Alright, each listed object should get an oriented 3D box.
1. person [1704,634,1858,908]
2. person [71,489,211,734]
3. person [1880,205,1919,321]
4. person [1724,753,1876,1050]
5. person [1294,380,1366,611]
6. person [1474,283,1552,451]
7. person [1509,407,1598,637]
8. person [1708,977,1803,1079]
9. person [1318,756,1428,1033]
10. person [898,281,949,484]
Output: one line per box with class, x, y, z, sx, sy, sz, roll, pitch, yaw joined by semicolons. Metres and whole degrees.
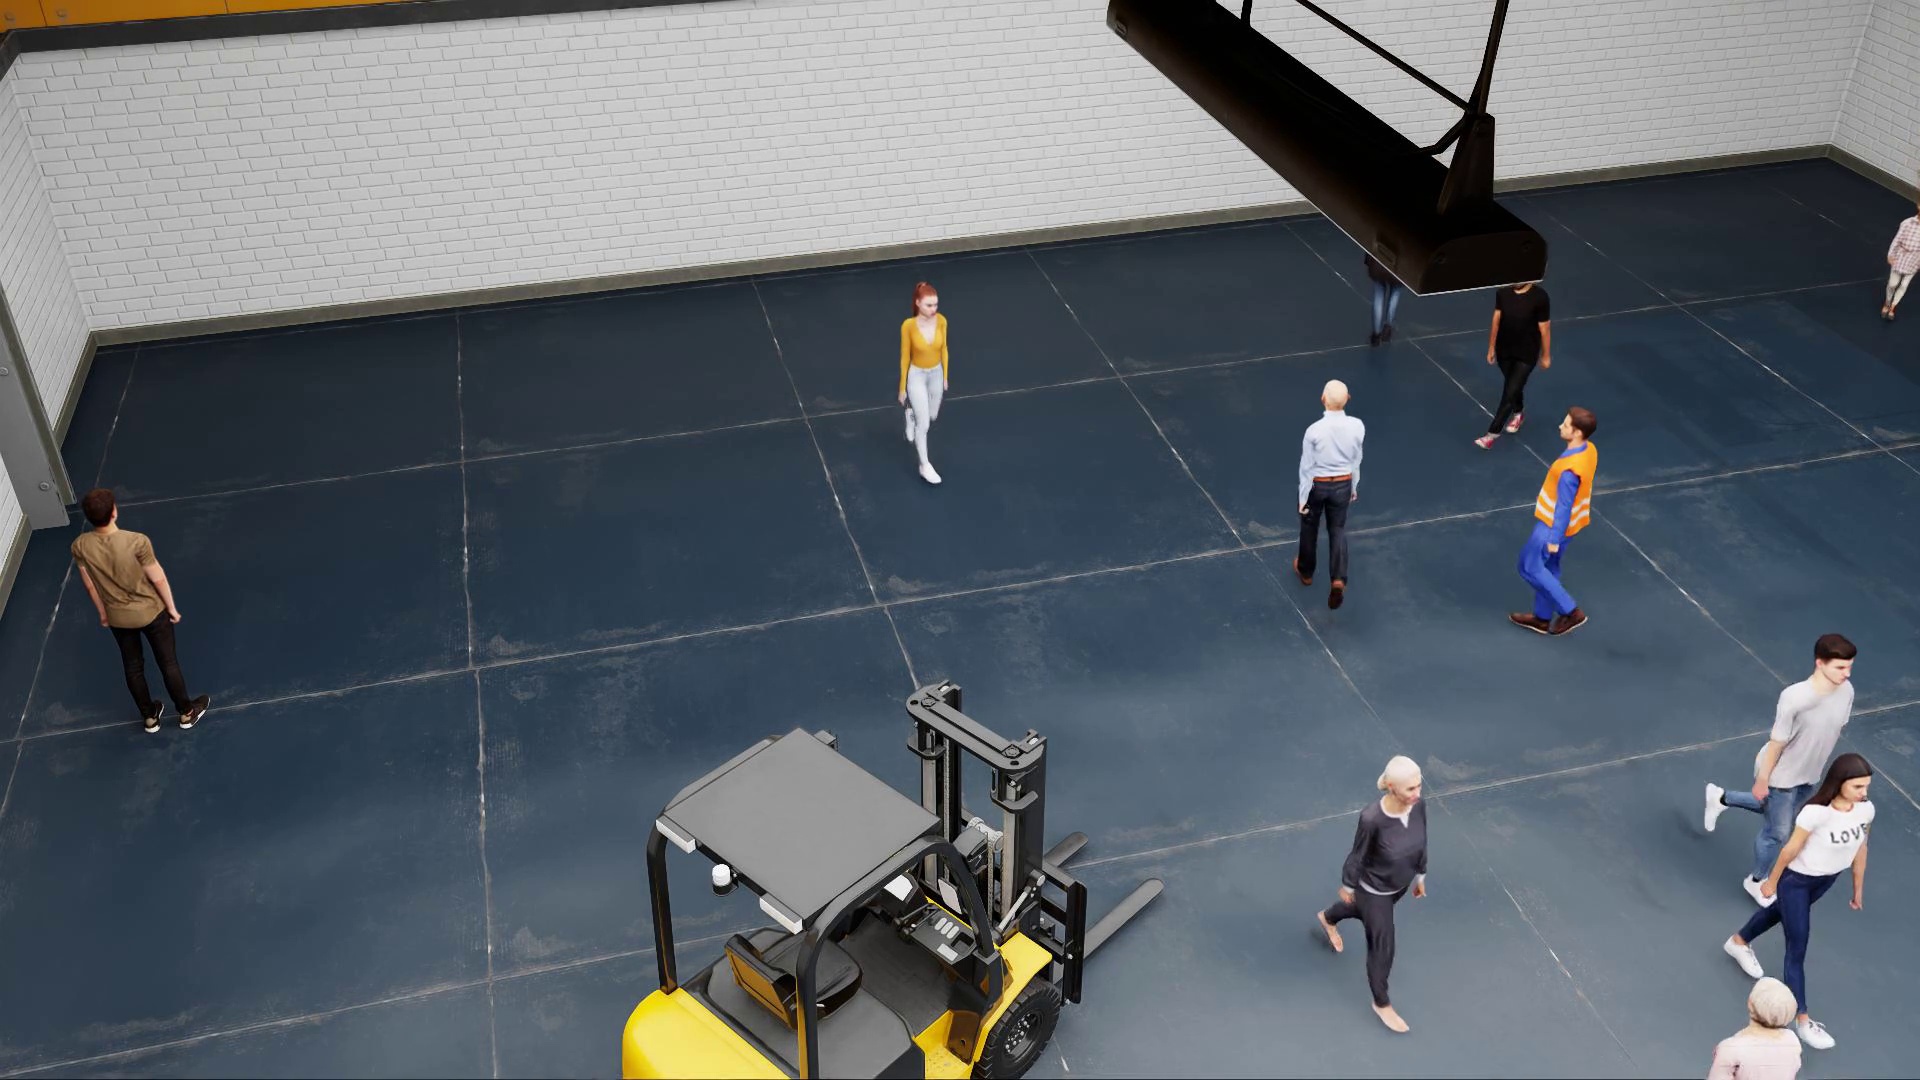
person;4.787;1.276;9.726;0.780;1.863;1.088;-13;36;-19
person;-5.436;0.468;10.952;0.696;1.852;0.614;-3;34;-5
person;9.343;-2.807;16.375;0.635;1.304;0.673;12;35;17
person;4.528;1.804;9.049;0.660;1.734;1.119;-11;35;-15
person;2.717;-0.309;12.194;0.760;1.771;1.094;-3;34;-5
person;4.815;-1.632;14.252;1.206;1.697;1.105;28;43;35
person;4.338;-0.087;11.788;0.958;1.851;0.898;18;38;25
person;3.618;2.770;7.677;0.711;1.643;1.091;-4;34;-6
person;2.258;1.798;9.087;0.824;1.702;1.147;-20;39;-27
person;-0.340;-1.360;13.815;0.783;1.728;1.076;-14;36;-20
